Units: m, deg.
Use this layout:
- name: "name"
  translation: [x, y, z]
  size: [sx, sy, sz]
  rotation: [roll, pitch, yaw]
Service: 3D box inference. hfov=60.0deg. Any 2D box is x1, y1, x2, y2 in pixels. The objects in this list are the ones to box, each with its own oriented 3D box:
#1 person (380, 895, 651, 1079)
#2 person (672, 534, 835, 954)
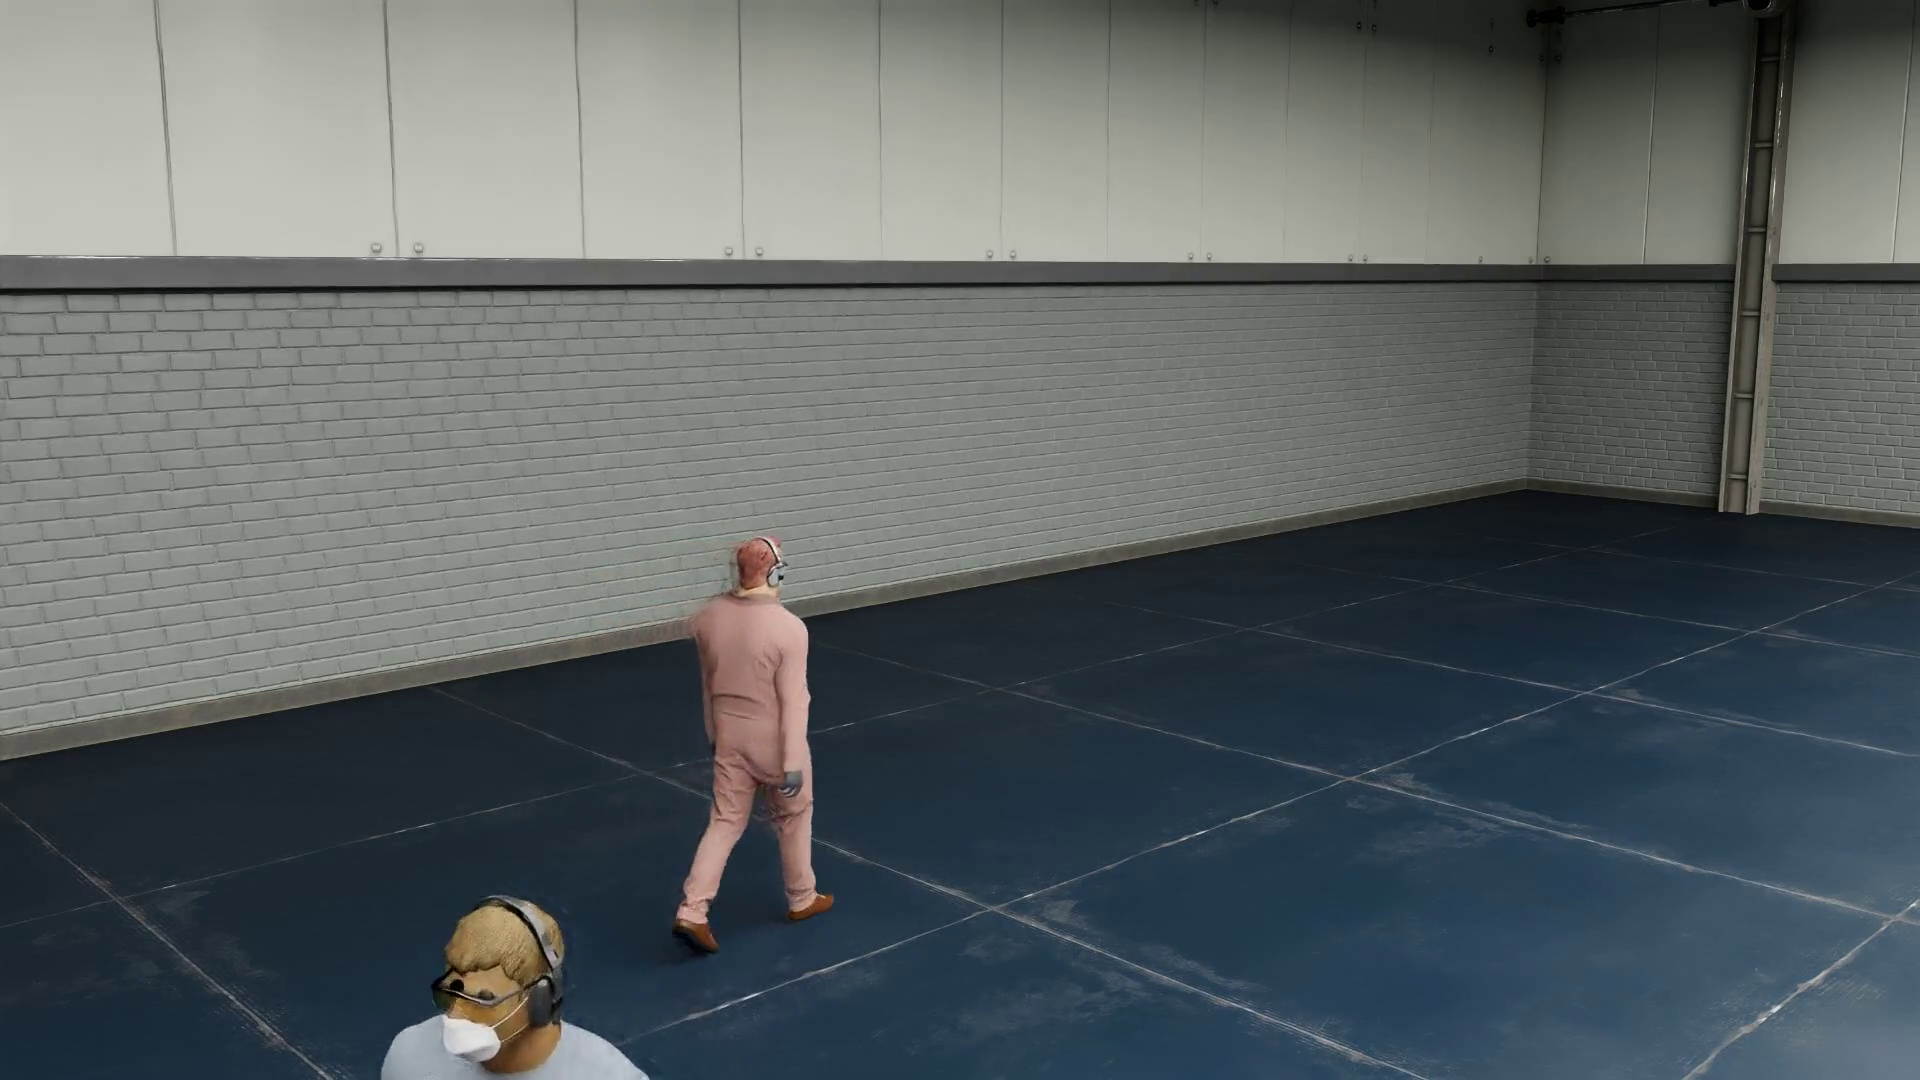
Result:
- name: "person"
  translation: [-0.798, 1.566, 3.271]
  size: [0.633, 1.913, 0.831]
  rotation: [5, 10, 27]
- name: "person"
  translation: [-0.941, 0.905, 7.491]
  size: [0.647, 1.871, 0.949]
  rotation: [6, 11, 31]
